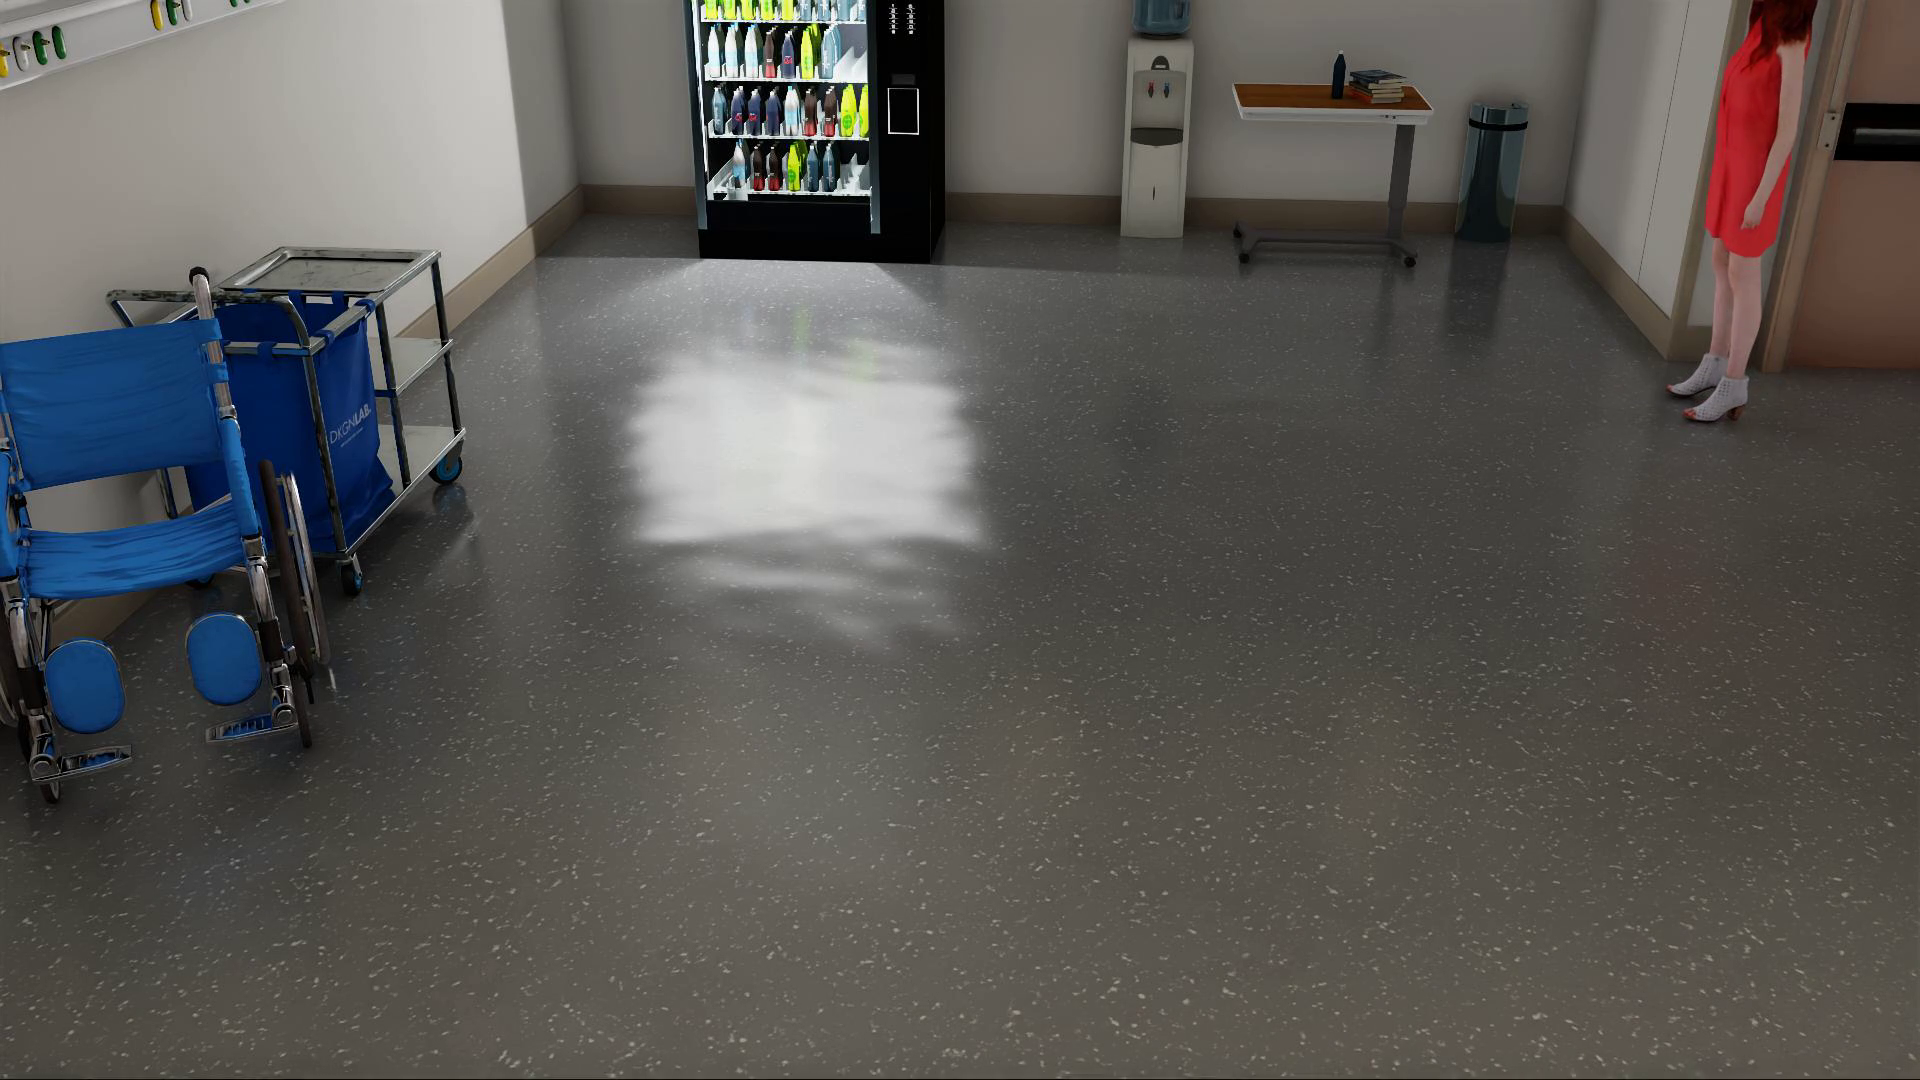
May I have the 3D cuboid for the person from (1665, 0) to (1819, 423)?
[{"bbox_3d":[3.024,-1.354,6.364,0.521,1.826,0.612,4,26,8],"label":"person"}]
